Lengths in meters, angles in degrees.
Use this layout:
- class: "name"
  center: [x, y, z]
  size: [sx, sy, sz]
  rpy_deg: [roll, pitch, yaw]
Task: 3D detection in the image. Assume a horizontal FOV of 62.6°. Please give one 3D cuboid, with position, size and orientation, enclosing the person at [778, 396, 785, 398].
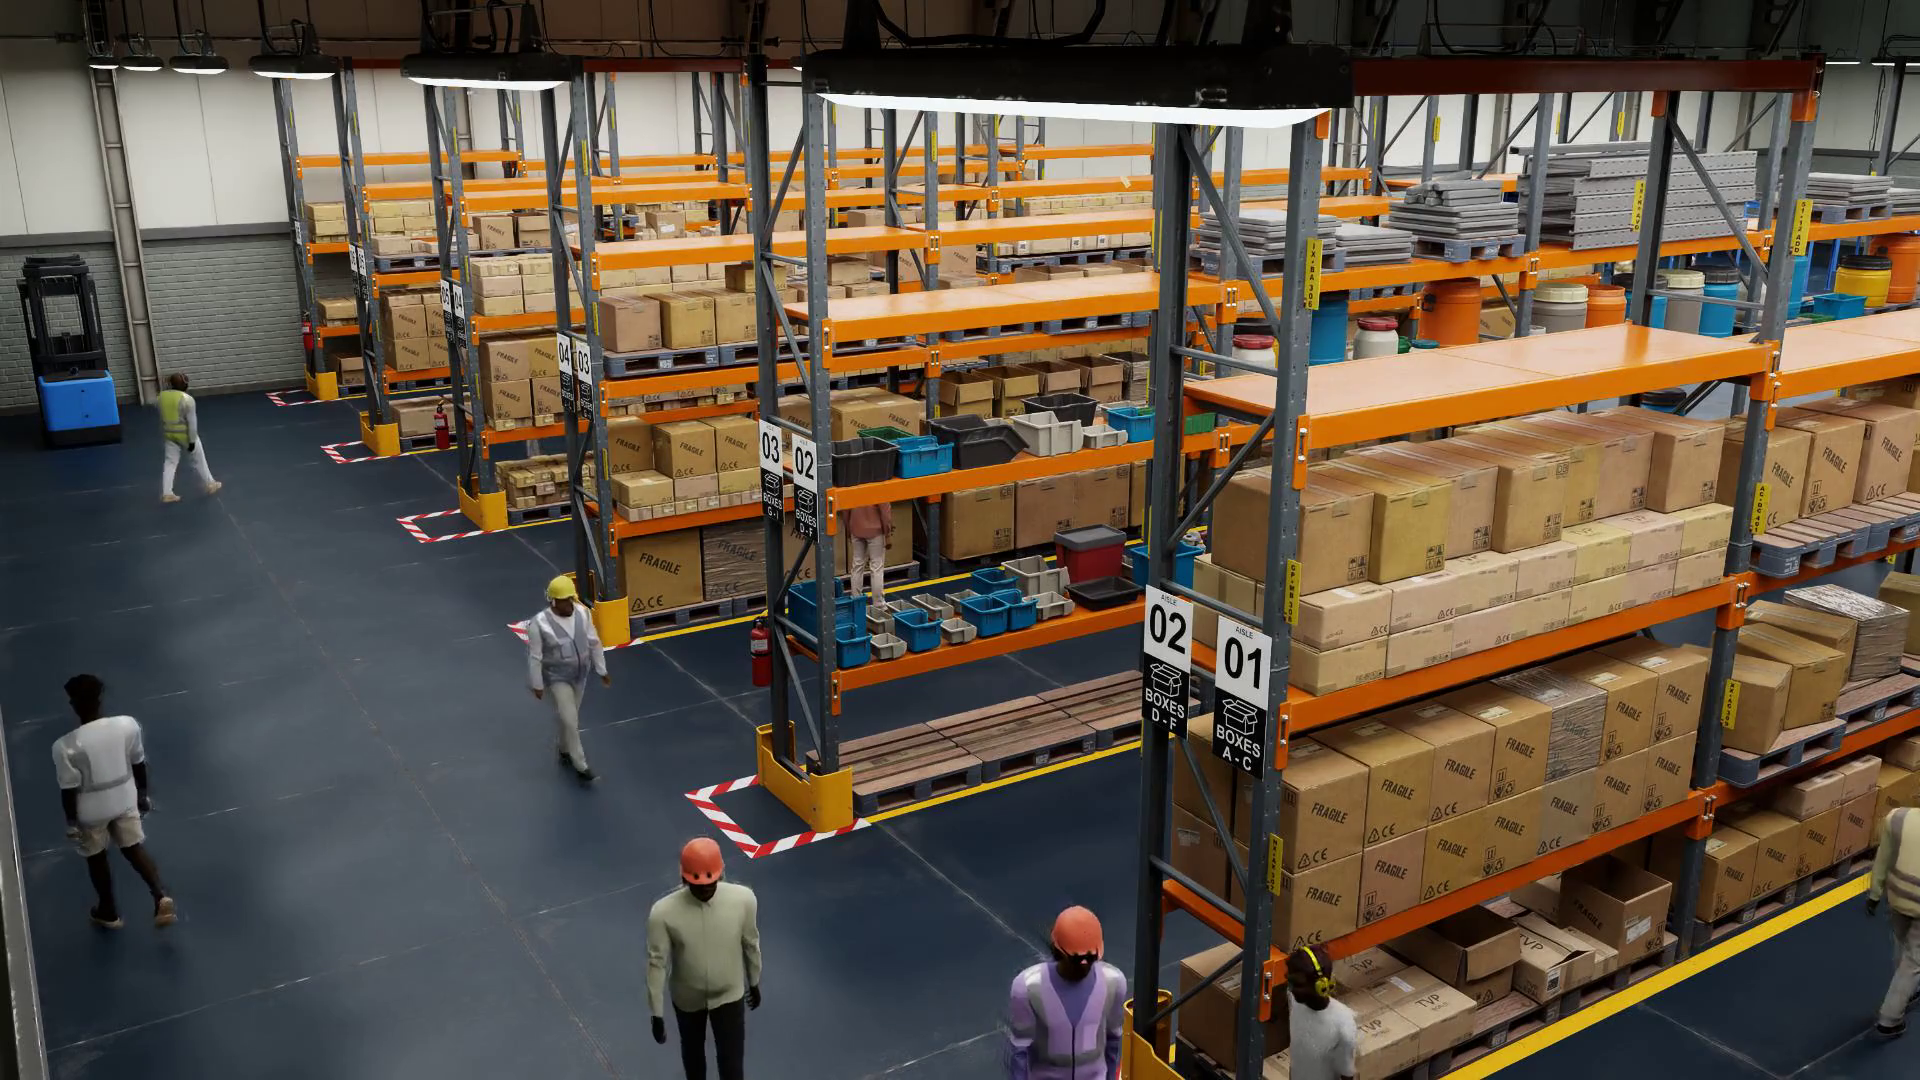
- class: "person"
  center: [-2.286, -0.876, 20.005]
  size: [0.356, 1.936, 0.634]
  rpy_deg: [-3, 17, -9]

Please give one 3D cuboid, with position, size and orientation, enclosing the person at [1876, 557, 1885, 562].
- class: "person"
  center: [11.719, -0.706, 19.508]
  size: [0.948, 1.891, 0.548]
  rpy_deg: [-11, 20, -31]

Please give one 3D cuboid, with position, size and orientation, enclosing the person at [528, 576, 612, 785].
- class: "person"
  center: [-3.300, 1.176, 13.512]
  size: [0.865, 1.796, 0.609]
  rpy_deg: [14, 22, 38]

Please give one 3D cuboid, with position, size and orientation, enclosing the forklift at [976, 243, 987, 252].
- class: "forklift"
  center: [0.988, -5.474, 34.718]
  size: [1.214, 2.155, 2.313]
  rpy_deg: [-10, 20, -31]

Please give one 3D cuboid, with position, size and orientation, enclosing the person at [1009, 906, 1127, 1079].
- class: "person"
  center: [0.532, 2.722, 8.080]
  size: [0.610, 2.015, 0.864]
  rpy_deg: [-2, 17, -8]

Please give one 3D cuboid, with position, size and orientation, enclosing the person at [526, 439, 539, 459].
- class: "person"
  center: [-6.469, -1.841, 23.361]
  size: [0.654, 1.820, 0.755]
  rpy_deg: [8, 19, 23]

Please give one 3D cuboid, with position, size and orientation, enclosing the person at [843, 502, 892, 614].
- class: "person"
  center: [-0.999, -0.100, 17.379]
  size: [0.611, 1.985, 0.394]
  rpy_deg: [10, 20, 30]

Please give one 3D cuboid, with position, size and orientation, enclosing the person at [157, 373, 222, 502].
- class: "person"
  center: [-10.932, -1.451, 22.154]
  size: [0.626, 1.797, 0.957]
  rpy_deg: [4, 17, 13]

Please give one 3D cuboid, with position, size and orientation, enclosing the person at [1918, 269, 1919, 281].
- class: "person"
  center: [23.281, -6.503, 38.552]
  size: [1.037, 1.881, 0.652]
  rpy_deg: [-11, 20, -31]

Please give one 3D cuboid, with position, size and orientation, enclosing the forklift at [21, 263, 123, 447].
- class: "forklift"
  center: [-14.518, -3.079, 25.708]
  size: [1.129, 2.768, 1.873]
  rpy_deg: [-10, 20, -31]

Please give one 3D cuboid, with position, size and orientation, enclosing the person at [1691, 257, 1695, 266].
- class: "person"
  center: [15.789, -5.234, 34.371]
  size: [0.401, 1.899, 0.636]
  rpy_deg: [-3, 17, -9]

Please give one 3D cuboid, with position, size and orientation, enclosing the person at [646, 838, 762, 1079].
- class: "person"
  center: [-1.425, 2.535, 8.828]
  size: [0.653, 1.937, 1.045]
  rpy_deg: [-4, 17, -14]

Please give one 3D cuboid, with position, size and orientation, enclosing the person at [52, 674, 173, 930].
- class: "person"
  center: [-5.935, 1.860, 11.028]
  size: [0.782, 1.941, 0.611]
  rpy_deg: [11, 20, 32]

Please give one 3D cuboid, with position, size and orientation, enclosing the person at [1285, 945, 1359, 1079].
- class: "person"
  center: [1.833, 2.858, 8.001]
  size: [0.951, 1.815, 0.559]
  rpy_deg: [-11, 20, -33]

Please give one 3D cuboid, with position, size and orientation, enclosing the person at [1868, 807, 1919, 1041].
- class: "person"
  center: [6.154, 2.258, 9.956]
  size: [0.852, 1.794, 0.613]
  rpy_deg: [-10, 20, -31]

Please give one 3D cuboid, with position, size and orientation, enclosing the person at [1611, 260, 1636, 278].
- class: "person"
  center: [16.417, -6.624, 39.085]
  size: [0.657, 1.791, 0.941]
  rpy_deg: [12, 21, 35]
